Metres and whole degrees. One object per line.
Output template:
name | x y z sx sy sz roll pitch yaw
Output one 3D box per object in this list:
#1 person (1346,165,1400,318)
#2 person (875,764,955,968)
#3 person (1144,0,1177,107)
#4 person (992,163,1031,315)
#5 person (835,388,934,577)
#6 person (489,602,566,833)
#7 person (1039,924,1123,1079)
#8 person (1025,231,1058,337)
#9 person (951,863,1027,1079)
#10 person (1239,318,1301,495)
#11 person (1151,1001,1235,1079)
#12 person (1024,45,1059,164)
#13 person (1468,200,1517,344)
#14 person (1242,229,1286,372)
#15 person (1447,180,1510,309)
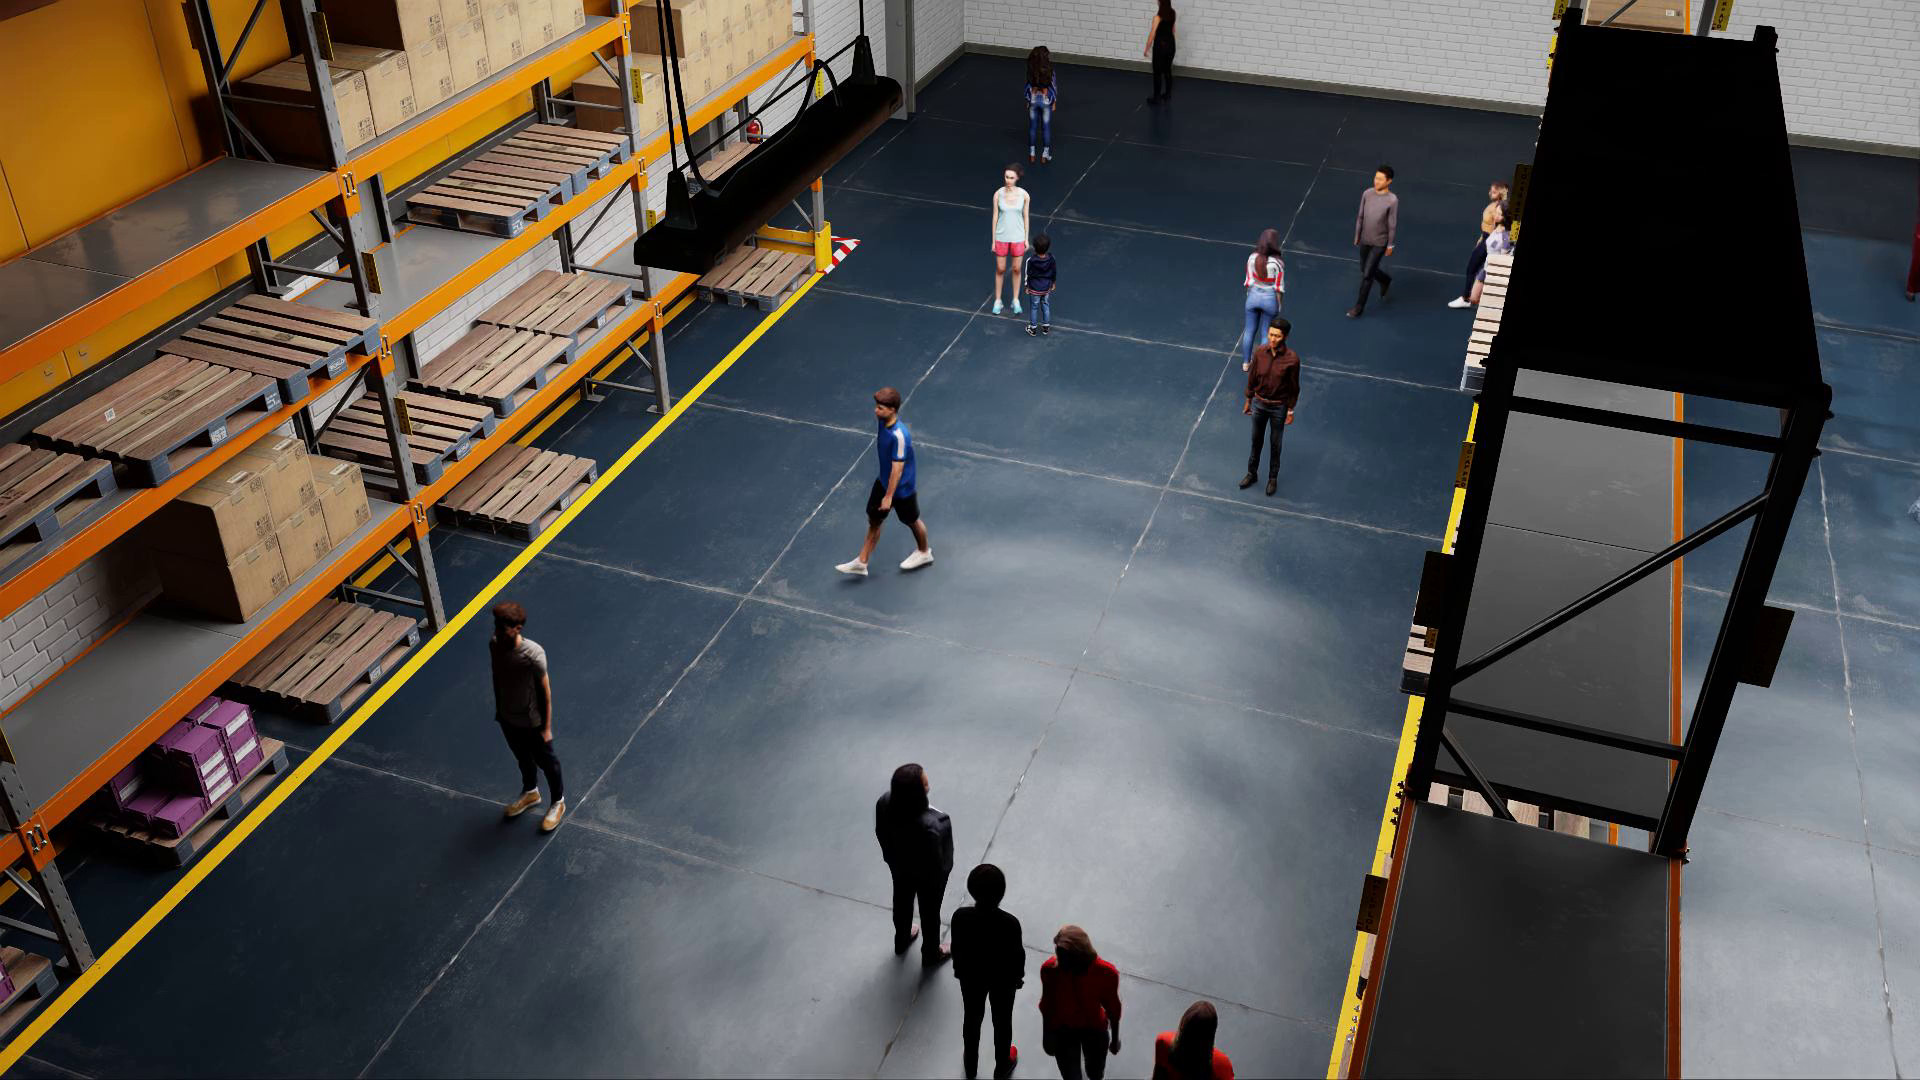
person | 4.753 -3.397 18.813 0.966 1.748 1.134 26 41 33
person | -0.280 2.079 10.711 0.751 1.596 0.758 23 40 30
person | 3.045 -7.291 24.729 0.727 1.683 0.810 -21 39 -28
person | 0.567 -3.399 18.802 0.655 1.763 0.649 -1 34 -1
person | -0.462 -0.495 14.382 1.231 1.819 1.077 -21 39 -28
person | -3.070 1.216 11.738 0.683 1.896 0.605 17 37 24
person | 0.685 2.788 9.579 0.773 1.668 1.007 2 34 2
person | 0.886 -2.846 18.460 0.601 1.221 0.640 -8 35 -12
person | 0.168 2.583 9.882 0.623 1.675 0.564 6 34 10
person | 2.913 -1.272 15.584 0.685 1.781 0.577 17 37 24
person | 1.195 3.193 8.992 0.773 1.643 1.163 19 38 26
person | 1.107 -5.995 22.838 0.611 1.618 0.538 11 35 15
person | 5.908 -2.905 18.123 0.783 1.691 0.710 -4 34 -6
person | 3.209 -2.533 17.634 0.622 1.613 0.561 18 38 25
person | 6.065 -3.309 18.813 0.700 1.600 0.993 14 36 20
